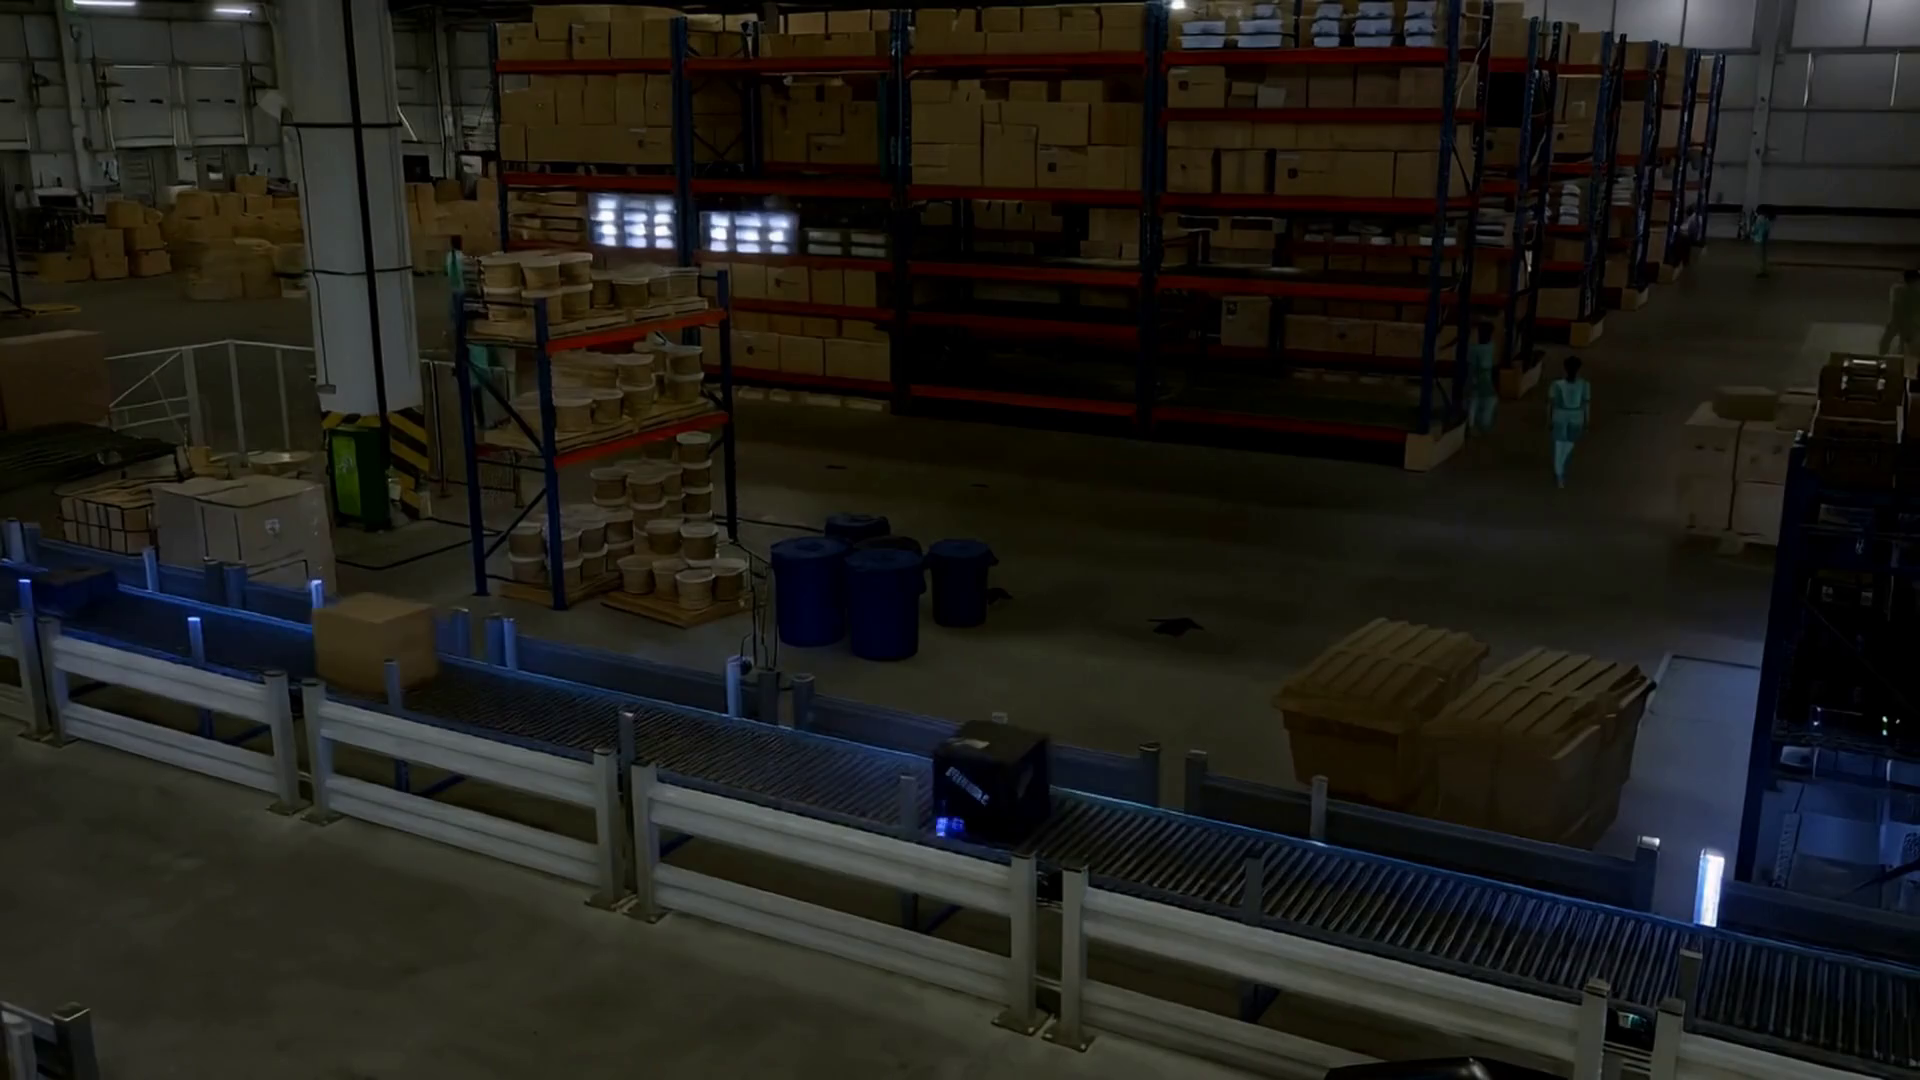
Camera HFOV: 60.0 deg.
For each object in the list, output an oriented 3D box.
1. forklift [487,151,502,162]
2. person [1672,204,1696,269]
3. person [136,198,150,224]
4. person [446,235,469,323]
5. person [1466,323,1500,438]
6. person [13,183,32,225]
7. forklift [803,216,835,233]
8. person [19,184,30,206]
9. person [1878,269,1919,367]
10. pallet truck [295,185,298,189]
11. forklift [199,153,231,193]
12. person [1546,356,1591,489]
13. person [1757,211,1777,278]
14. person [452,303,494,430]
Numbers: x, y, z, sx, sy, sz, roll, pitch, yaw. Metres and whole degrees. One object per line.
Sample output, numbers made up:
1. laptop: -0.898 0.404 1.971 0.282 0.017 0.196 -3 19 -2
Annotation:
1. forklift: -17.877 -13.610 64.263 1.873 2.768 1.129 1 15 2
2. person: 20.714 -8.689 47.686 1.017 1.868 0.609 -12 19 -39
3. person: -24.815 -9.408 50.426 0.650 1.887 0.848 5 16 17
4. person: -10.892 -5.662 36.165 0.425 1.945 0.628 -12 19 -39
5. person: 7.577 -2.284 23.974 0.548 1.679 0.572 -8 17 -27
6. person: -33.598 -11.866 59.639 0.586 1.869 0.582 14 20 43
7. forklift: -2.593 -4.664 30.633 1.873 2.768 1.129 8 17 28
8. person: -35.727 -12.727 63.385 0.524 1.611 0.754 5 16 19
9. person: 16.938 -3.949 29.922 0.679 1.839 0.992 -1 15 -3
10. pallet truck: -26.804 -14.617 69.738 1.885 1.965 0.823 -14 20 -42
11. forklift: -27.440 -12.865 61.464 1.873 2.768 1.129 8 17 28
12. person: 7.722 -1.538 21.202 0.537 1.670 0.784 1 15 3
13. person: 22.169 -8.132 45.741 0.400 1.808 0.740 8 17 28
14. person: -7.291 -2.628 24.865 0.562 1.885 0.973 -10 18 -33
